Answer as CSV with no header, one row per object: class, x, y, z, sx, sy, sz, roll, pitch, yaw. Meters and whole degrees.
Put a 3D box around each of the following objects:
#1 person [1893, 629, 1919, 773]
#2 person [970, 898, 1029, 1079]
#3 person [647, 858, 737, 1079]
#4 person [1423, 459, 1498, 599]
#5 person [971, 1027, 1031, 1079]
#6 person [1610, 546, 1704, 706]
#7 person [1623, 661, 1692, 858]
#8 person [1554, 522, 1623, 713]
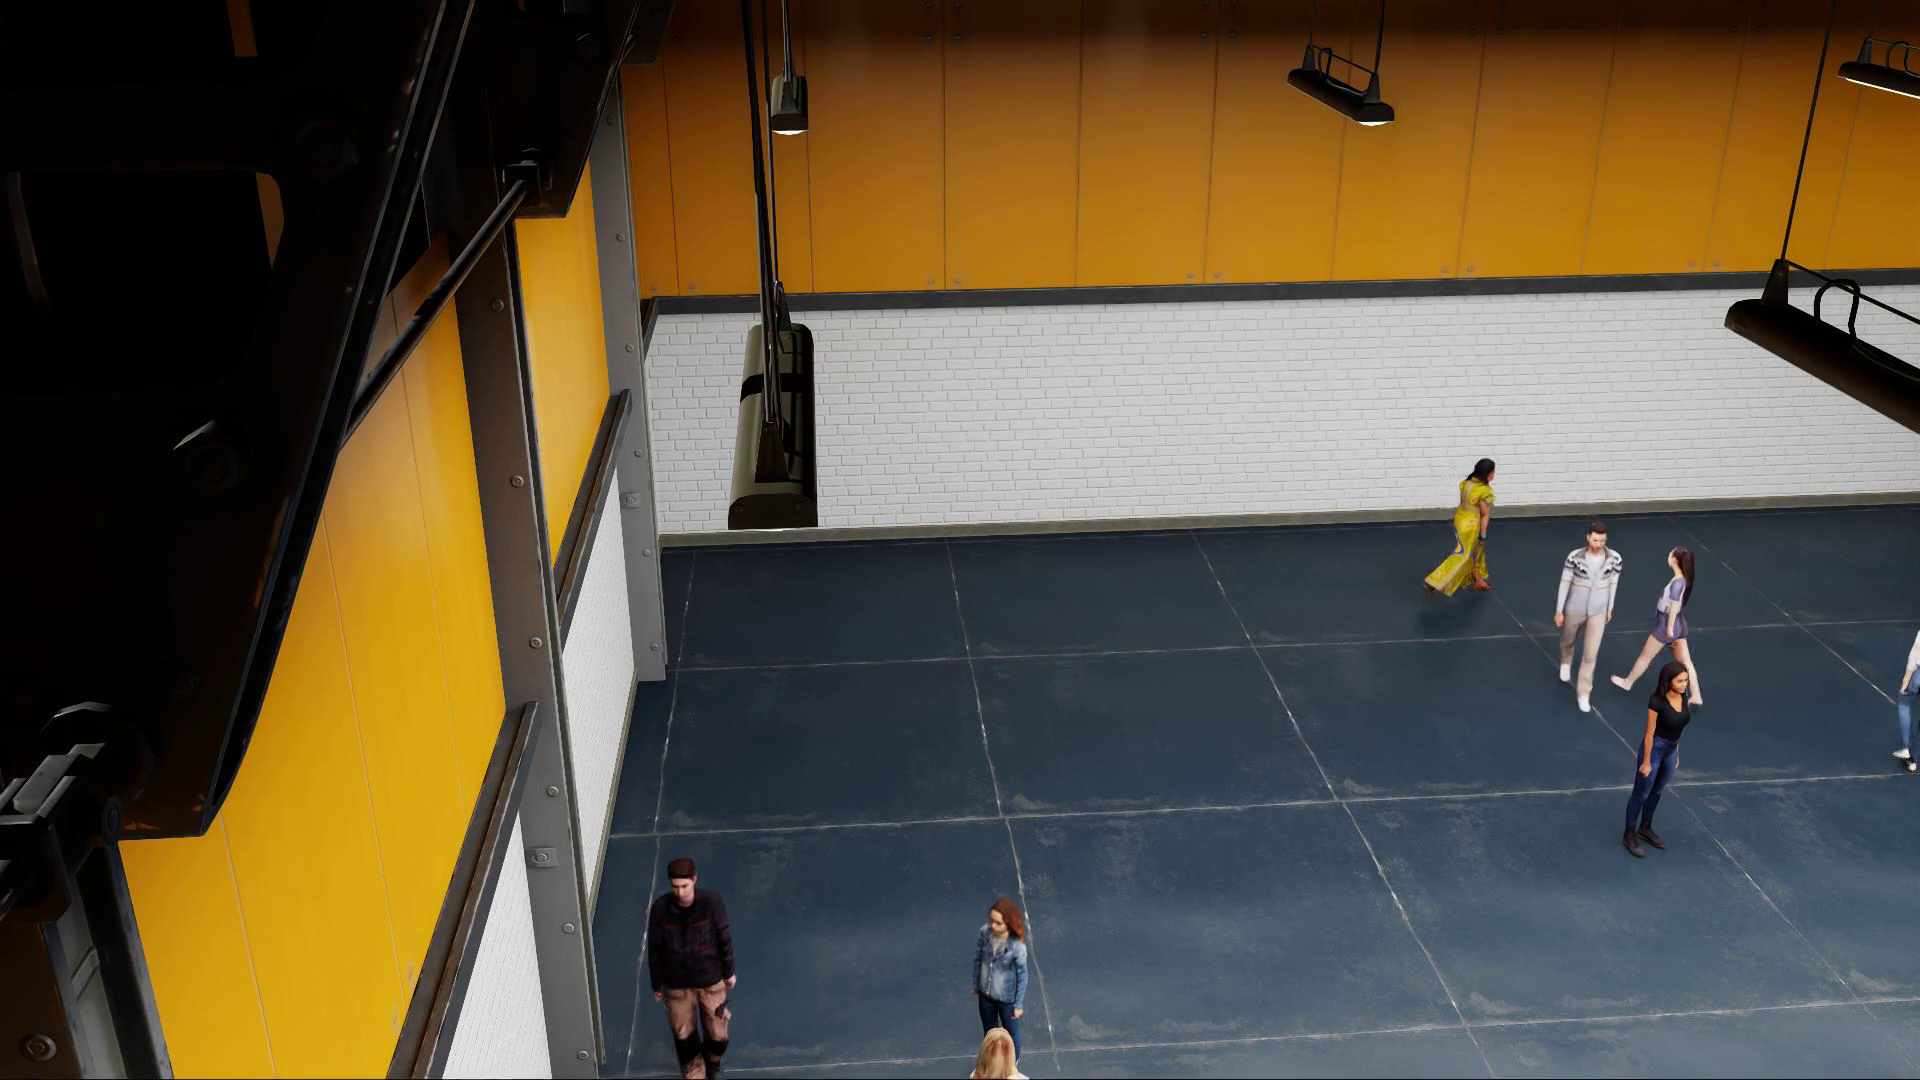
person,8.691,1.313,14.901,0.686,1.719,0.703,8,25,18
person,0.277,3.049,11.230,0.640,1.478,0.687,16,28,32
person,-1.764,2.884,11.062,0.723,1.916,0.695,-3,24,-8
person,5.519,-0.080,18.223,0.906,1.610,1.152,-6,24,-12
person,0.212,3.576,9.589,0.650,1.826,0.584,-6,24,-14
person,6.960,0.881,16.044,1.138,1.595,1.062,19,30,36
person,5.786,1.783,13.800,0.636,1.740,0.646,-12,26,-26
person,6.109,0.658,16.286,0.979,1.809,1.304,6,24,13
